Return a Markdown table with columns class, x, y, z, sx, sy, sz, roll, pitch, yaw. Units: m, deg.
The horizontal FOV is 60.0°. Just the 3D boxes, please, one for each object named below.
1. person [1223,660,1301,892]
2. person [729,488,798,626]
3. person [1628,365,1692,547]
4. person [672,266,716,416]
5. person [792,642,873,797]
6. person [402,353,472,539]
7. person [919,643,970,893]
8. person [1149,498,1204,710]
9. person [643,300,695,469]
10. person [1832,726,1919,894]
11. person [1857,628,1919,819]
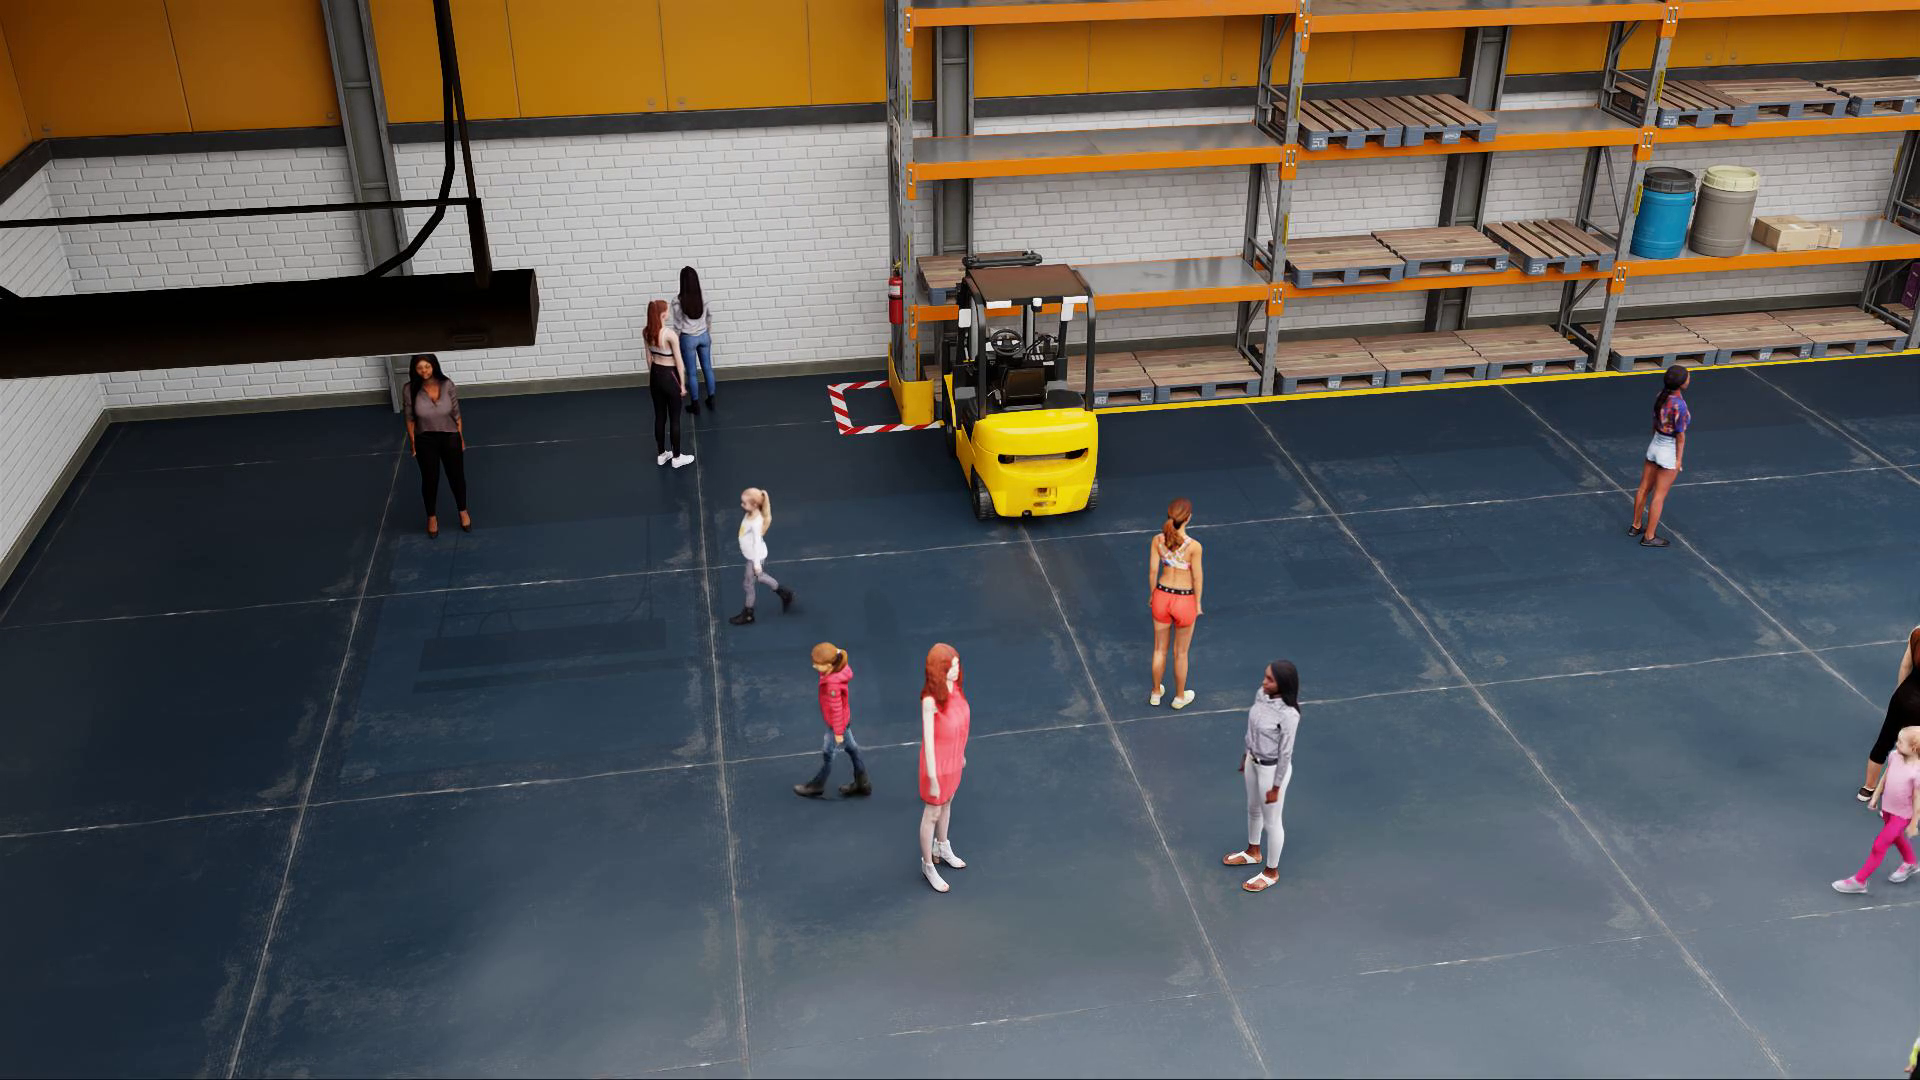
| class | x | y | z | sx | sy | sz | roll | pitch | yaw |
| --- | --- | --- | --- | --- | --- | --- | --- | --- | --- |
| person | 2.024 | 1.519 | 10.951 | 0.577 | 1.725 | 0.625 | -10 | 30 | -17 |
| person | -1.668 | 0.120 | 13.995 | 0.810 | 1.266 | 0.513 | -4 | 29 | -7 |
| person | 6.402 | -0.781 | 15.149 | 0.521 | 1.743 | 0.592 | -6 | 29 | -11 |
| person | -2.822 | -2.137 | 17.748 | 0.608 | 1.633 | 0.736 | -20 | 34 | -32 |
| person | -0.804 | 1.288 | 11.831 | 0.821 | 1.287 | 0.613 | -1 | 29 | -1 |
| person | -4.793 | -0.896 | 15.258 | 0.616 | 1.840 | 0.768 | -12 | 31 | -21 |
| person | -0.125 | 1.469 | 10.935 | 0.698 | 1.827 | 0.670 | 14 | 31 | 23 |
| person | 1.642 | 0.490 | 12.767 | 0.663 | 1.792 | 0.744 | 13 | 31 | 22 |
| person | -2.942 | -1.566 | 16.590 | 0.647 | 1.741 | 0.719 | 16 | 32 | 27 |
| person | 6.253 | 1.772 | 10.984 | 0.890 | 1.250 | 0.519 | -4 | 29 | -8 |
| person | 6.664 | 1.158 | 11.611 | 0.519 | 1.726 | 0.573 | -7 | 29 | -13 |
